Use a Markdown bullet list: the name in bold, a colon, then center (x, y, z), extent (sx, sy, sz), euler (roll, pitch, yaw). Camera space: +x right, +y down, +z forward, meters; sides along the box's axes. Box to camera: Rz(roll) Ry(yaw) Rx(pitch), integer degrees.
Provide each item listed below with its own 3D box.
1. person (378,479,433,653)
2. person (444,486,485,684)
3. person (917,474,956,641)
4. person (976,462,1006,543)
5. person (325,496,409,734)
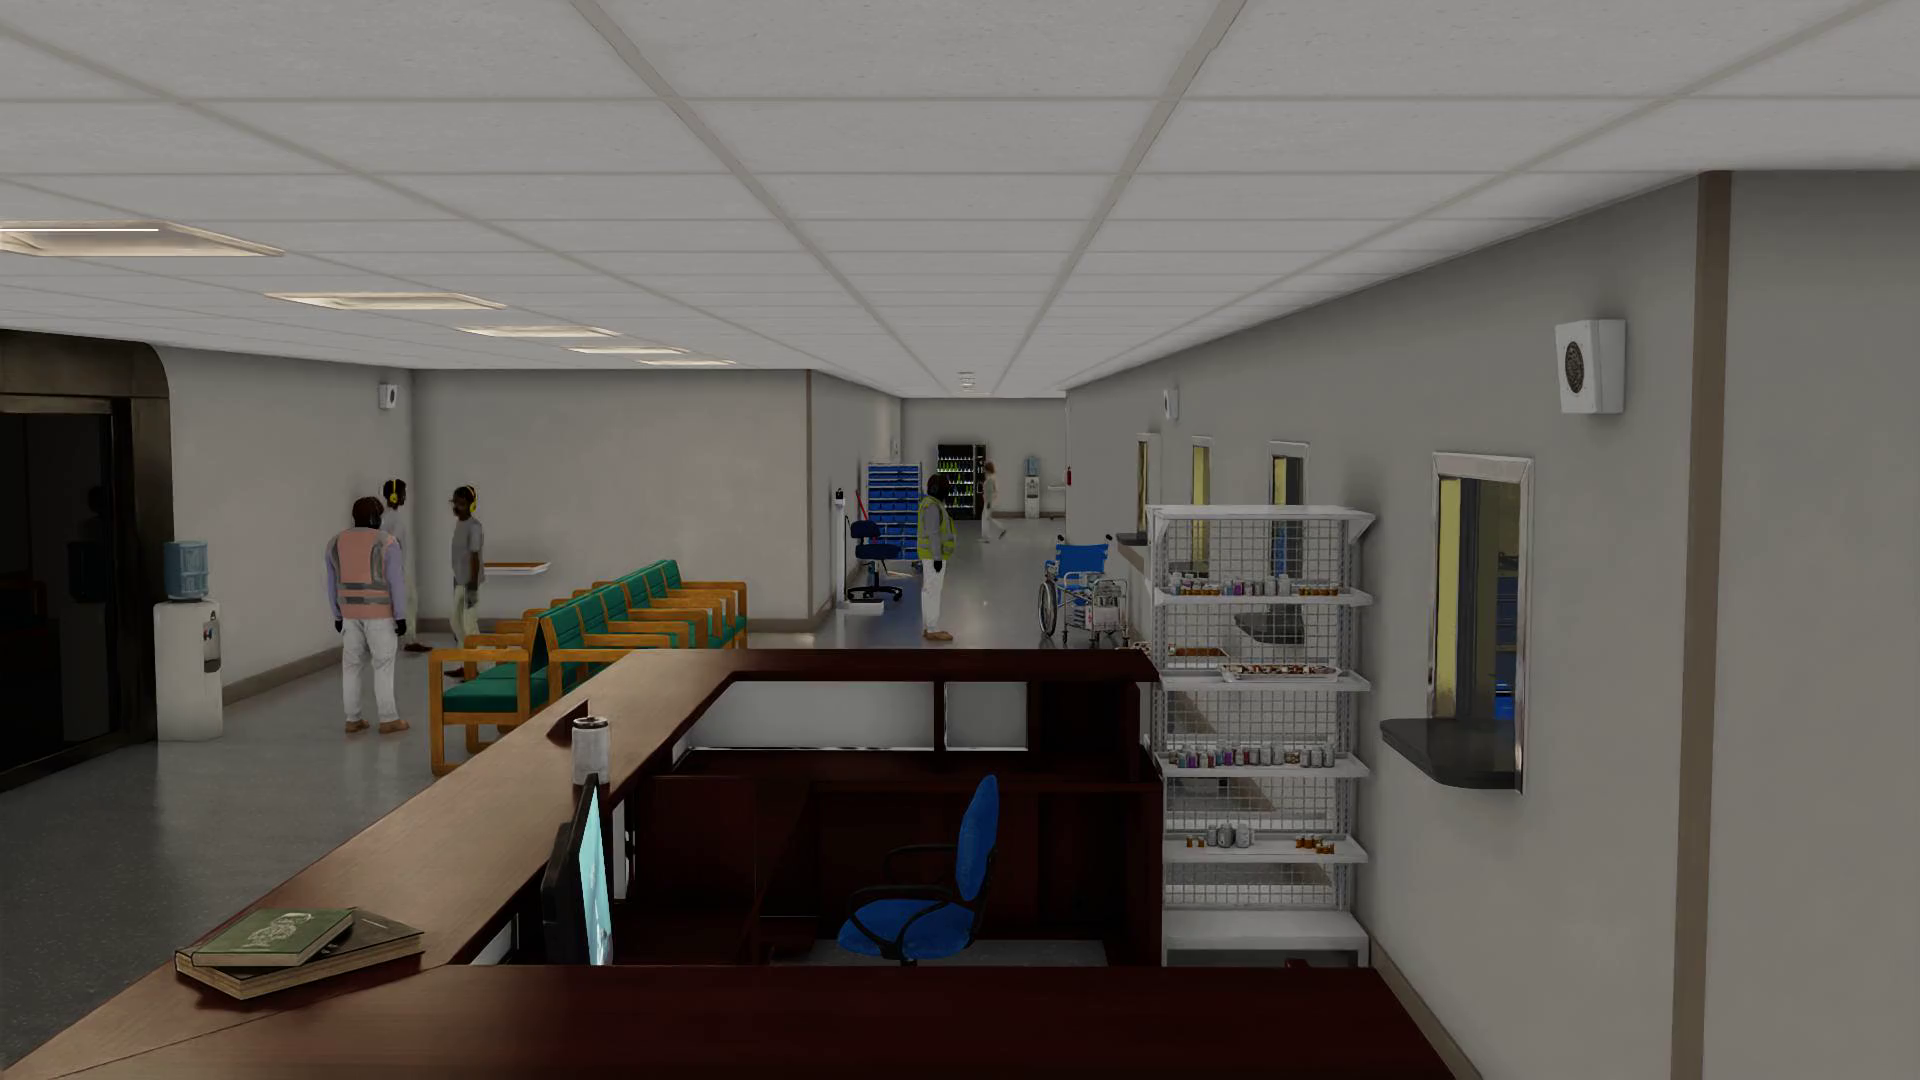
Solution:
- **person**: center (-5.907, 0.282, 17.172), extent (0.526, 1.828, 0.808), euler (4, 6, 43)
- **person**: center (-4.535, 0.417, 15.293), extent (0.348, 1.838, 0.599), euler (-3, 5, -35)
- **person**: center (-0.262, 0.192, 18.420), extent (0.429, 1.837, 0.621), euler (0, 4, -6)
- **person**: center (0.604, -0.748, 33.058), extent (0.490, 1.629, 0.521), euler (0, 4, 3)
- **person**: center (-4.570, 0.582, 12.892), extent (0.633, 1.843, 0.429), euler (1, 4, 11)
